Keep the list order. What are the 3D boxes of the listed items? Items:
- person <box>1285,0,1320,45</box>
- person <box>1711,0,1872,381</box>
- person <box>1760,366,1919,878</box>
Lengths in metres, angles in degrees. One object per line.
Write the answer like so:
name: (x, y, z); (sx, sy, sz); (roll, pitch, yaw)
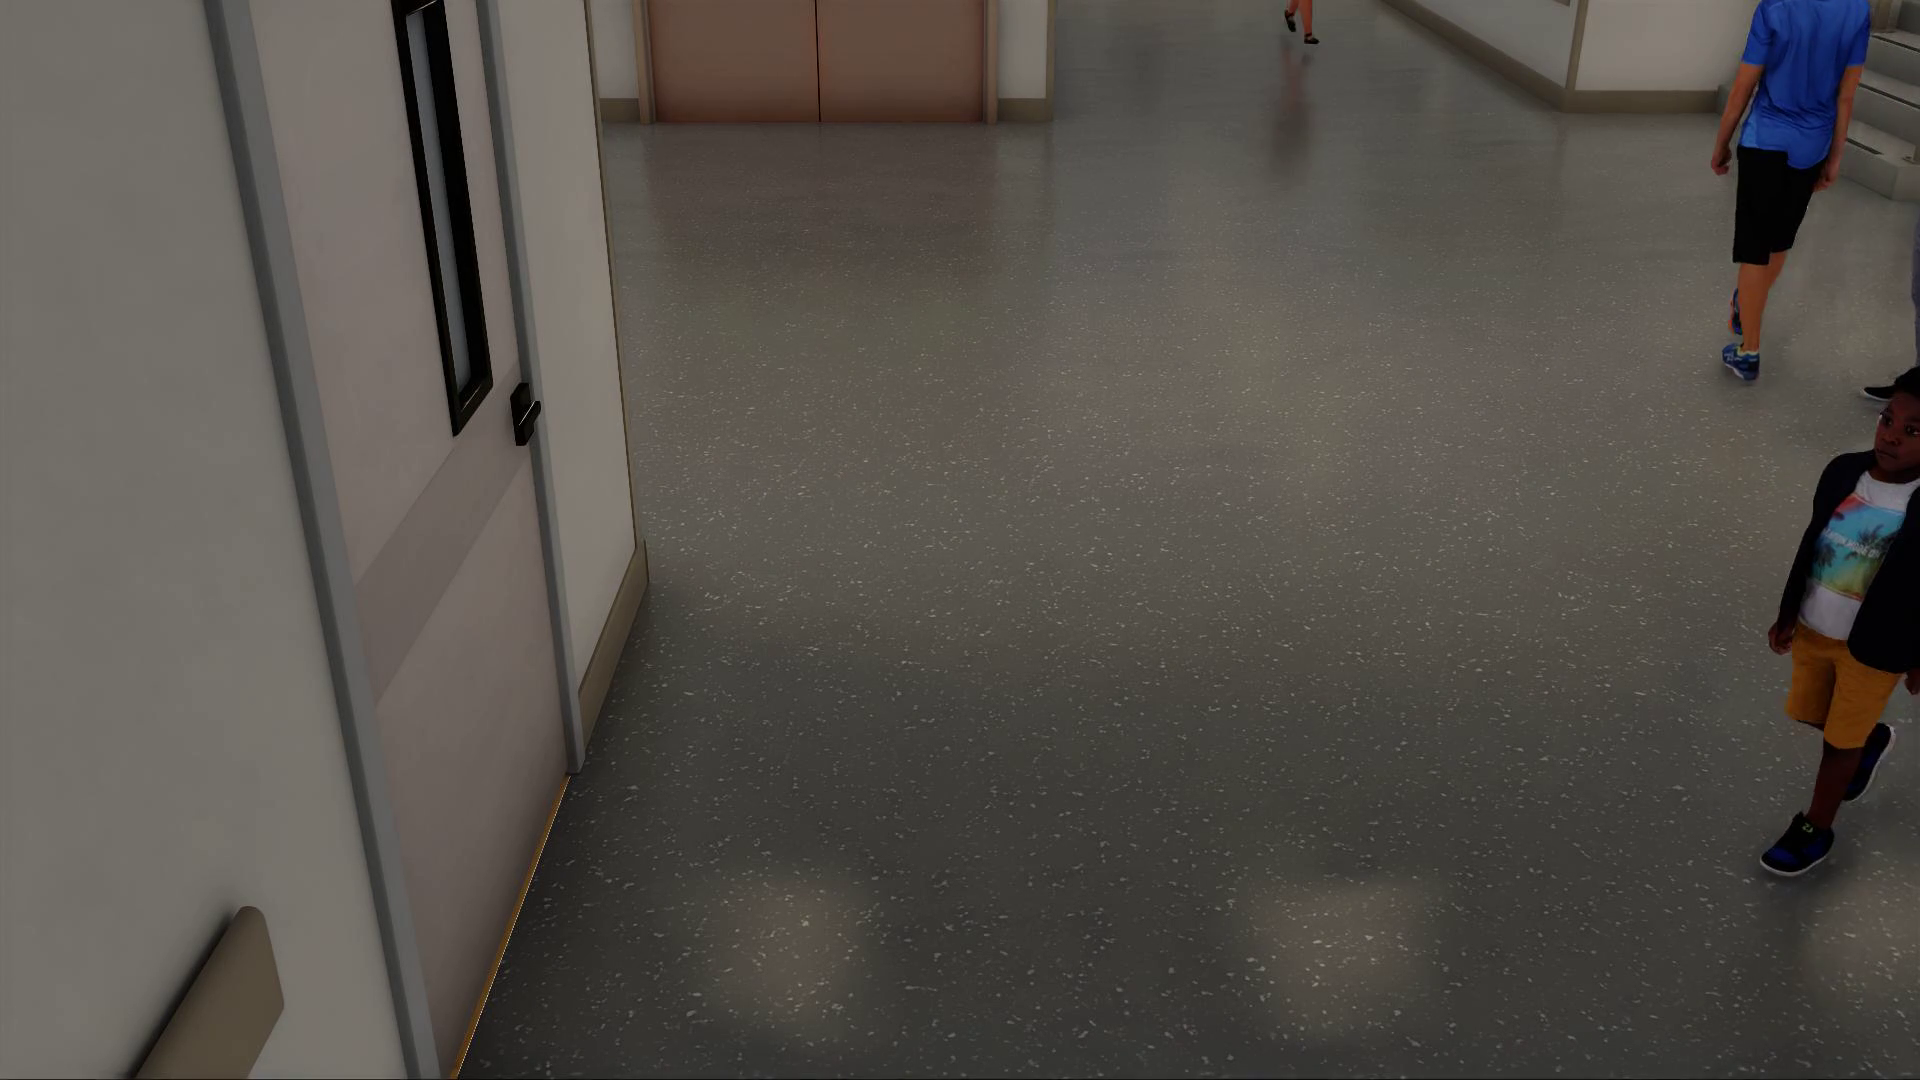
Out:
person: (3.089, -5.269, 14.757); (1.097, 1.640, 0.860); (-8, 27, -16)
person: (3.405, -1.558, 6.846); (1.067, 1.828, 0.773); (3, 26, 7)
person: (2.148, 0.178, 3.900); (0.828, 1.259, 0.715); (-15, 30, -28)
